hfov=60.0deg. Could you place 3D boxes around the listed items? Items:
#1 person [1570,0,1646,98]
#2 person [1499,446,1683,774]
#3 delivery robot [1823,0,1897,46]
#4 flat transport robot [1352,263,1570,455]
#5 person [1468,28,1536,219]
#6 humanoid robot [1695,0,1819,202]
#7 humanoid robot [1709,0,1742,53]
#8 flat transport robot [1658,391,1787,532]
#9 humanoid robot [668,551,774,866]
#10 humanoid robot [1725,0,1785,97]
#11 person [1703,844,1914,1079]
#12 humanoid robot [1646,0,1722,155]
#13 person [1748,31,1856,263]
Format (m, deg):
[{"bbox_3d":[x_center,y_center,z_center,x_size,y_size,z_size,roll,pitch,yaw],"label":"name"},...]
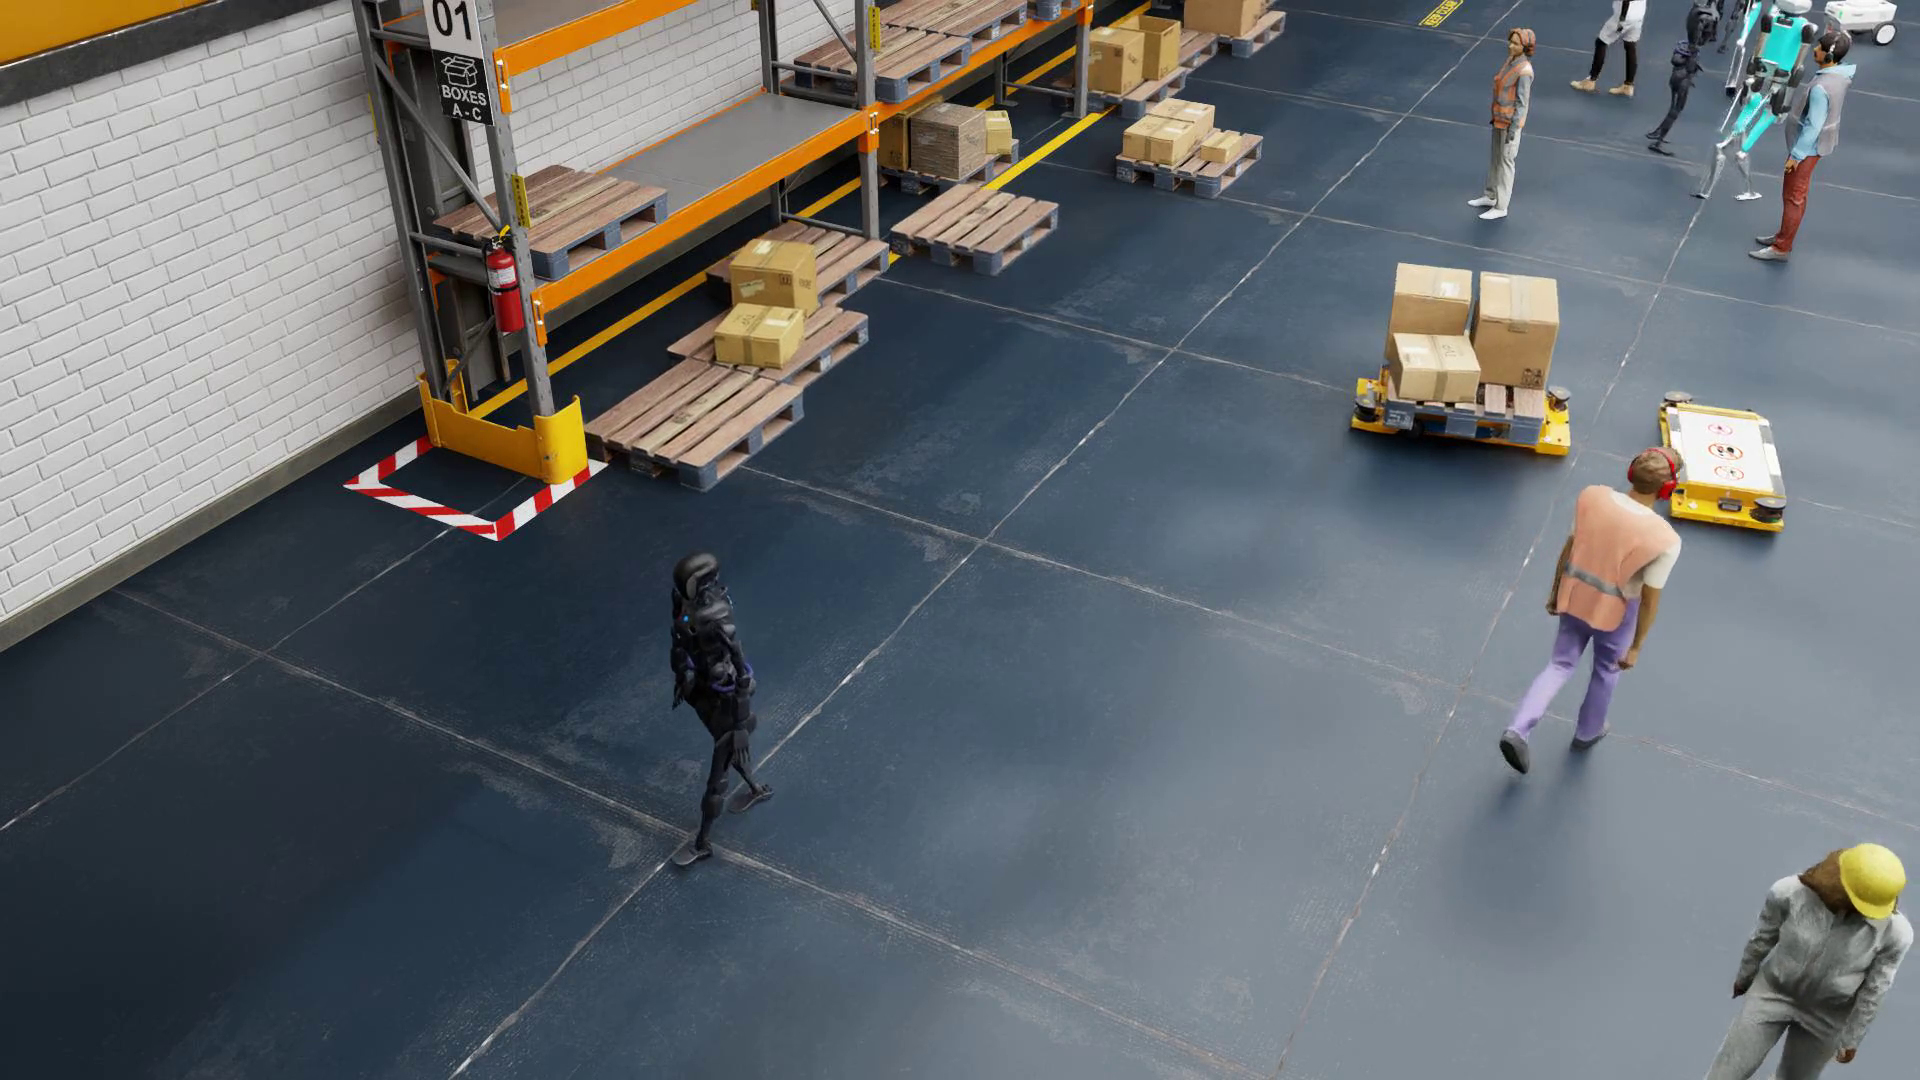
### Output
[{"bbox_3d":[6.726,-5.388,17.024,0.730,1.666,0.545,25,41,33],"label":"person"},{"bbox_3d":[3.107,0.383,8.179,0.784,1.802,0.573,-24,40,-32],"label":"person"},{"bbox_3d":[10.199,-5.905,18.832,0.778,0.606,0.508,-4,34,-6],"label":"delivery robot"},{"bbox_3d":[3.468,-0.903,11.515,1.431,0.231,0.659,8,34,12],"label":"flat transport robot"},{"bbox_3d":[4.709,-3.590,14.330,0.305,1.644,0.520,-1,33,-1],"label":"person"},{"bbox_3d":[6.930,-3.802,14.659,0.864,1.857,0.550,-16,37,-23],"label":"humanoid robot"},{"bbox_3d":[8.636,-6.297,18.420,0.599,1.628,0.714,17,37,24],"label":"humanoid robot"},{"bbox_3d":[4.998,-0.532,10.953,0.659,0.231,1.431,9,35,13],"label":"flat transport robot"},{"bbox_3d":[-1.185,0.748,7.758,0.712,1.631,0.596,-26,41,-34],"label":"humanoid robot"},{"bbox_3d":[8.193,-5.390,17.007,0.531,1.779,1.013,20,38,28],"label":"humanoid robot"},{"bbox_3d":[3.186,1.700,6.276,0.482,1.707,0.675,16,37,23],"label":"person"},{"bbox_3d":[6.817,-4.459,15.618,0.387,1.639,0.587,12,35,18],"label":"humanoid robot"},{"bbox_3d":[6.875,-3.180,13.495,0.410,1.883,0.532,20,38,27],"label":"person"}]
